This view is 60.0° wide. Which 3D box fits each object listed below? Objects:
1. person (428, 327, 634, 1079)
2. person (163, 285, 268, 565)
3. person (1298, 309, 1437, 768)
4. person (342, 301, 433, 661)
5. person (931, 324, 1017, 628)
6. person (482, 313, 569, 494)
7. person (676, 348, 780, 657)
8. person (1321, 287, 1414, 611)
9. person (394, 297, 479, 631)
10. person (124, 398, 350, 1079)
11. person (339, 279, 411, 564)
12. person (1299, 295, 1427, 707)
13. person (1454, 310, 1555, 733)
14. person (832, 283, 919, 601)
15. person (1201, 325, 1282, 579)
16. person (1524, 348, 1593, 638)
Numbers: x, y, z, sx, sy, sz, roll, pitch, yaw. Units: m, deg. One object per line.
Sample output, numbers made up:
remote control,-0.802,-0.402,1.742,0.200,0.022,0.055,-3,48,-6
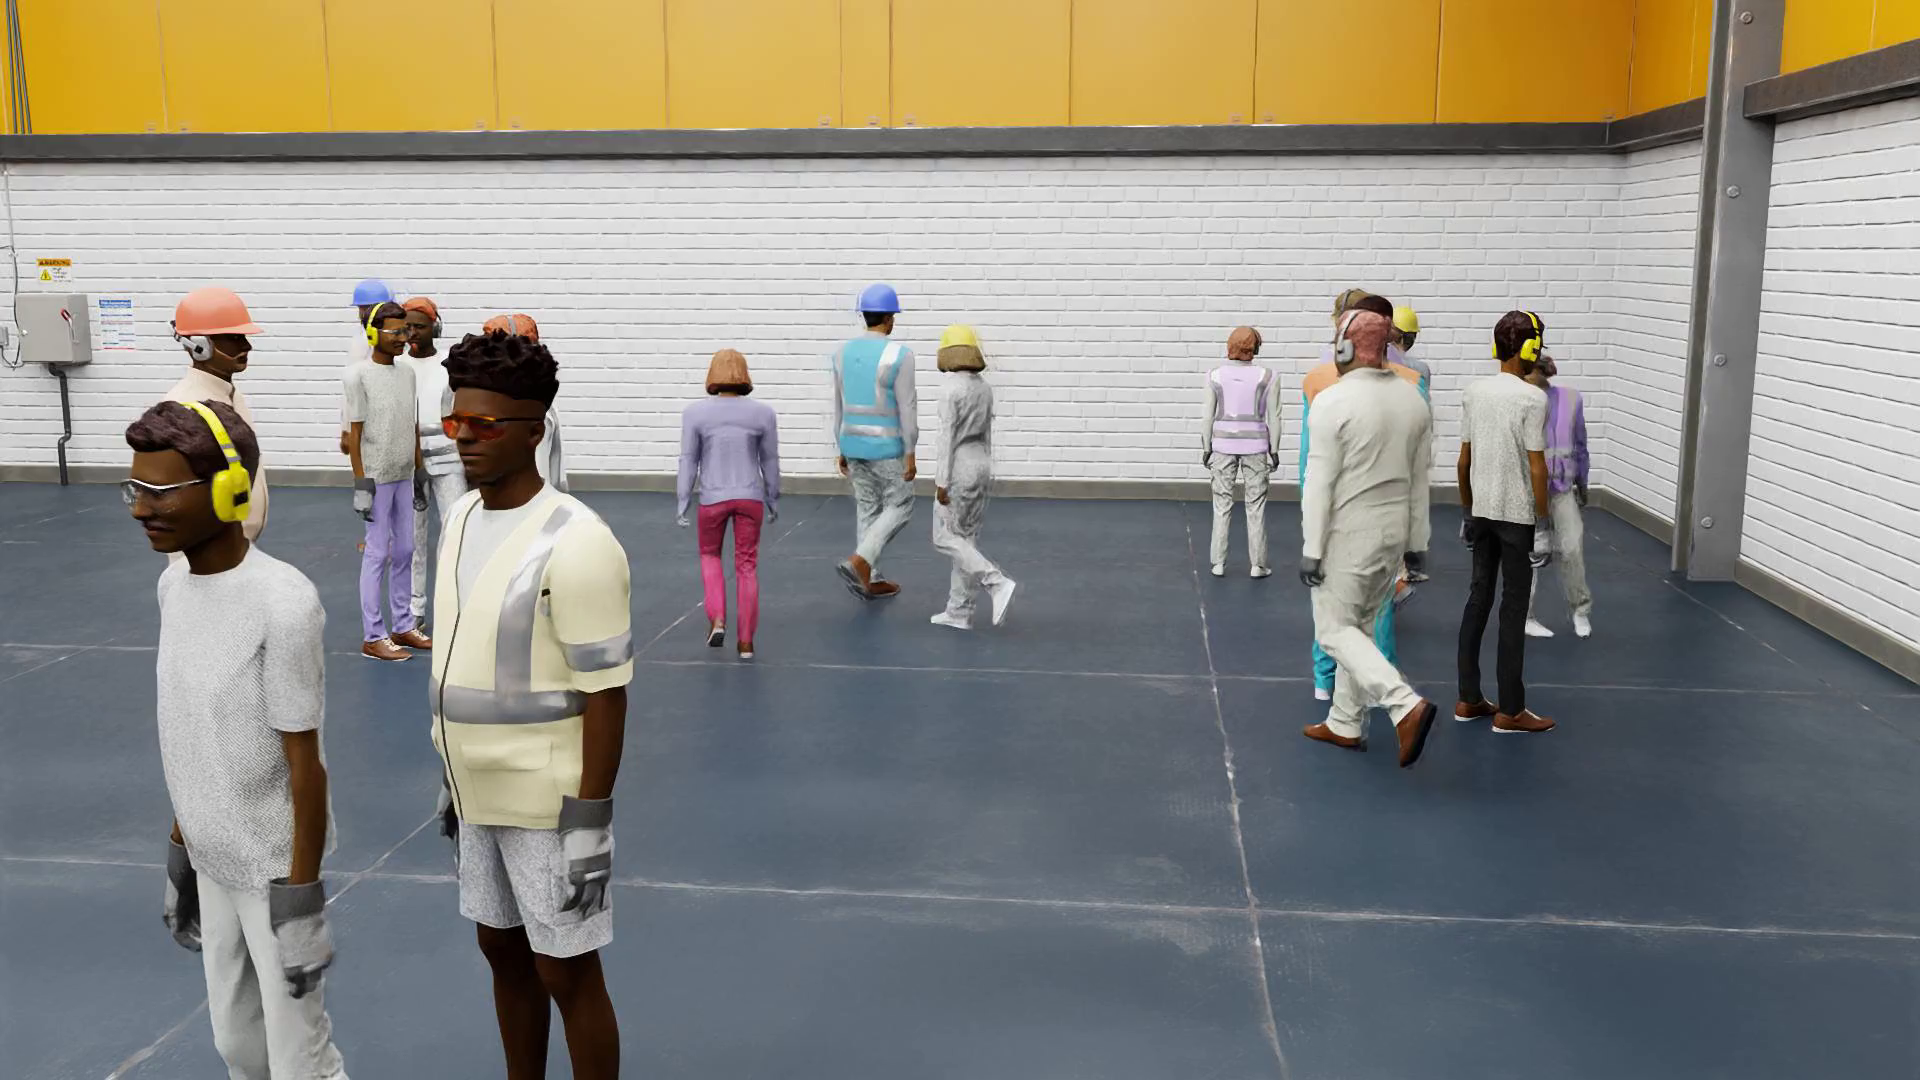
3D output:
person,-0.947,0.530,3.588,0.613,1.965,0.361,9,14,43
person,-2.739,0.059,6.201,0.391,1.995,0.613,-1,10,-7
person,1.704,0.001,6.838,0.647,1.887,0.727,-7,12,-36
person,-2.968,-0.305,8.673,0.335,1.864,0.505,4,11,22
person,0.074,-0.341,9.282,0.572,1.713,0.519,7,12,33
person,-1.744,0.032,6.710,0.352,1.879,0.580,-3,10,-16
person,-1.213,-0.191,8.726,0.565,1.611,0.385,-2,10,-13
person,2.299,-0.454,9.370,0.664,1.916,0.590,-9,13,-41
person,-2.905,-0.387,9.114,0.574,1.876,0.355,0,10,1
person,-1.371,0.653,3.225,0.504,1.852,0.344,8,12,37
person,-3.982,-0.789,11.250,0.757,1.921,0.646,3,10,18
person,1.875,-0.175,7.770,0.597,1.915,0.375,6,12,32
person,2.426,-0.081,7.382,0.328,1.865,0.519,-5,11,-27
person,-0.530,-0.559,9.926,0.615,1.929,0.561,7,12,36
person,1.817,-0.562,10.773,0.517,1.639,0.313,3,10,18
person,3.256,-0.264,9.165,0.616,1.605,0.397,-2,10,-11
